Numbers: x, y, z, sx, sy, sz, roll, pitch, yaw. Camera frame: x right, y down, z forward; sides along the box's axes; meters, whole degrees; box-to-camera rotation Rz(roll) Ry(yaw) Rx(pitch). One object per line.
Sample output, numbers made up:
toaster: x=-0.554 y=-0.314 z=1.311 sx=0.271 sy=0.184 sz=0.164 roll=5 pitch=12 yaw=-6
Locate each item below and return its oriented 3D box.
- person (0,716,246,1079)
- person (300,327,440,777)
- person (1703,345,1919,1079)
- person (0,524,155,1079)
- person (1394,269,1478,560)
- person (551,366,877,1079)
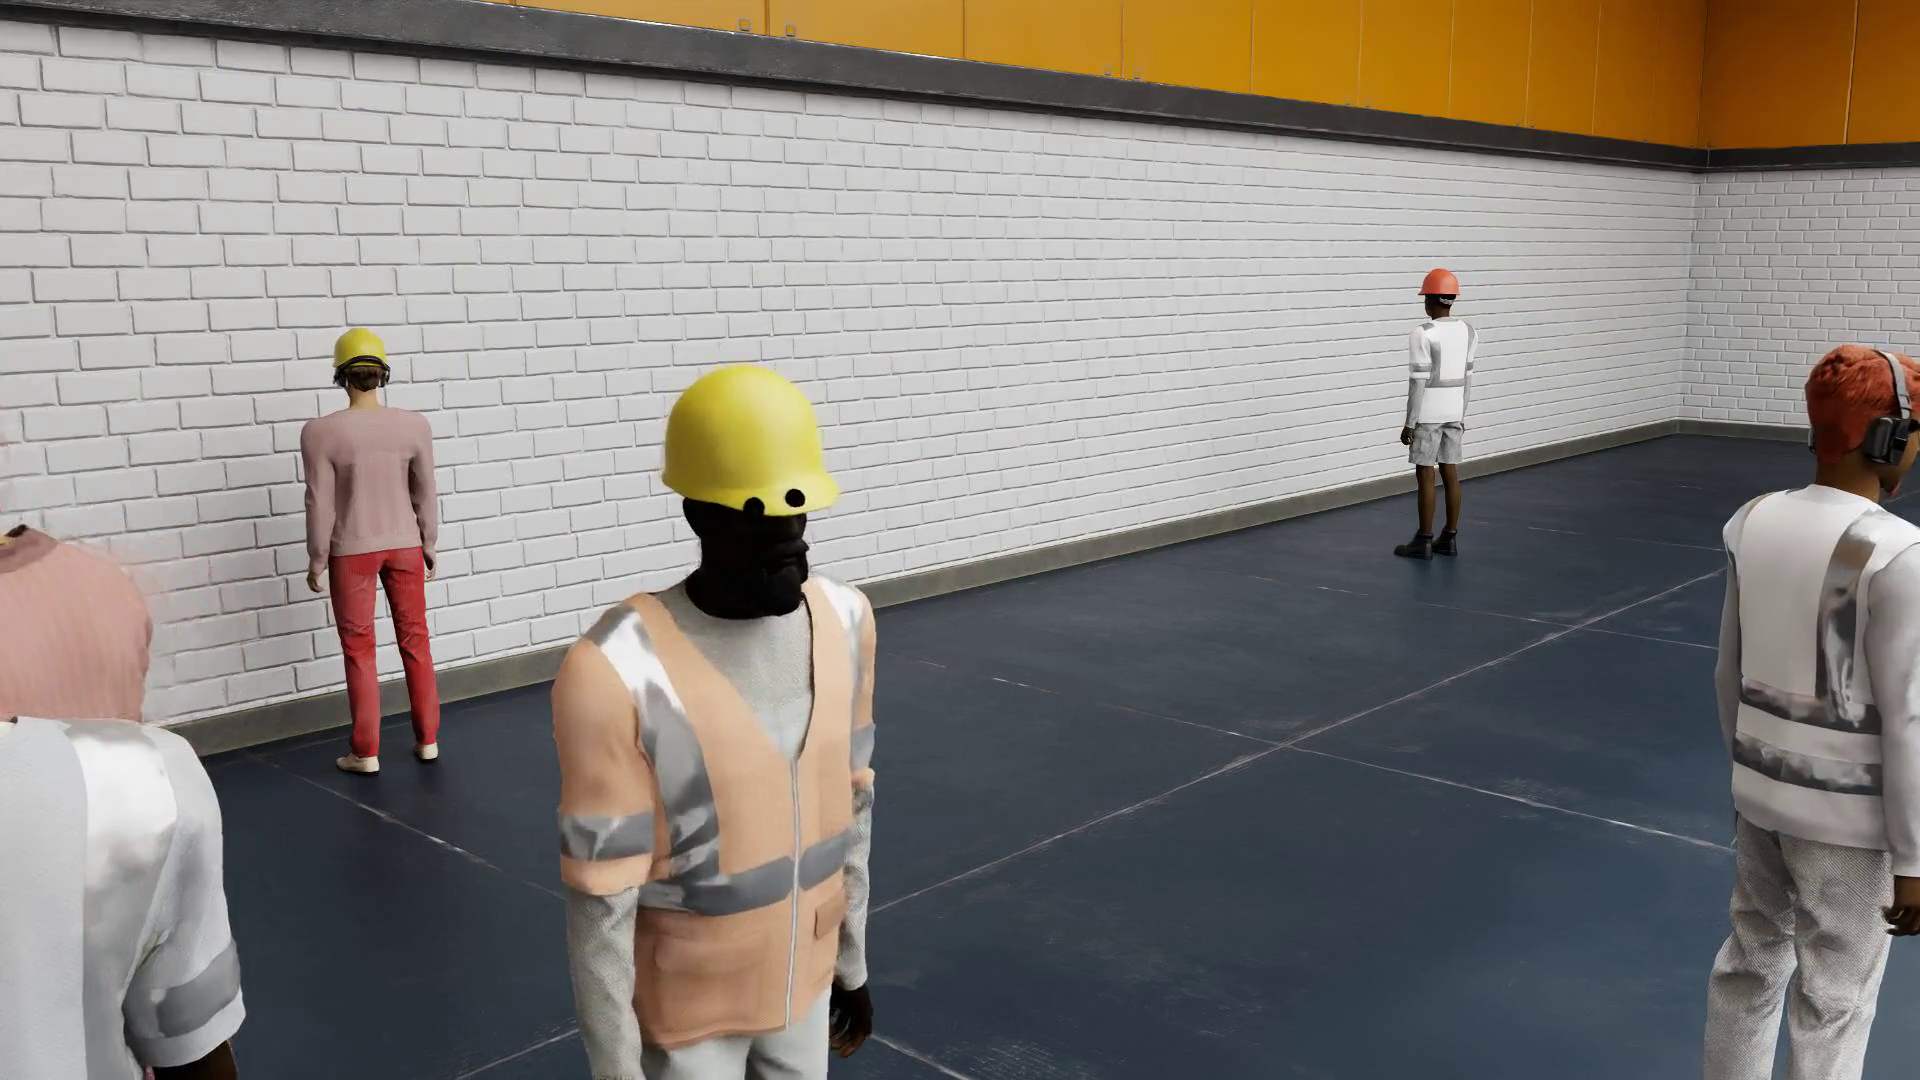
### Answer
person: x=-1.018 y=0.812 z=1.669 sx=0.361 sy=1.965 sz=0.613 roll=10 pitch=14 yaw=44
person: x=-2.329 y=0.048 z=6.589 sx=0.533 sy=1.767 sz=0.326 roll=-8 pitch=13 yaw=-40
person: x=1.756 y=0.553 z=3.375 sx=0.356 sy=1.886 sz=0.574 roll=-2 pitch=10 yaw=-11
person: x=-1.563 y=0.677 z=2.814 sx=1.034 sy=1.852 sz=0.659 roll=3 pitch=11 yaw=19
person: x=3.174 y=-0.836 z=11.136 sx=0.545 sy=1.938 sz=0.361 roll=-6 pitch=11 yaw=-30
person: x=-0.336 y=0.685 z=2.553 sx=0.448 sy=1.907 sz=0.589 roll=9 pitch=13 yaw=41
